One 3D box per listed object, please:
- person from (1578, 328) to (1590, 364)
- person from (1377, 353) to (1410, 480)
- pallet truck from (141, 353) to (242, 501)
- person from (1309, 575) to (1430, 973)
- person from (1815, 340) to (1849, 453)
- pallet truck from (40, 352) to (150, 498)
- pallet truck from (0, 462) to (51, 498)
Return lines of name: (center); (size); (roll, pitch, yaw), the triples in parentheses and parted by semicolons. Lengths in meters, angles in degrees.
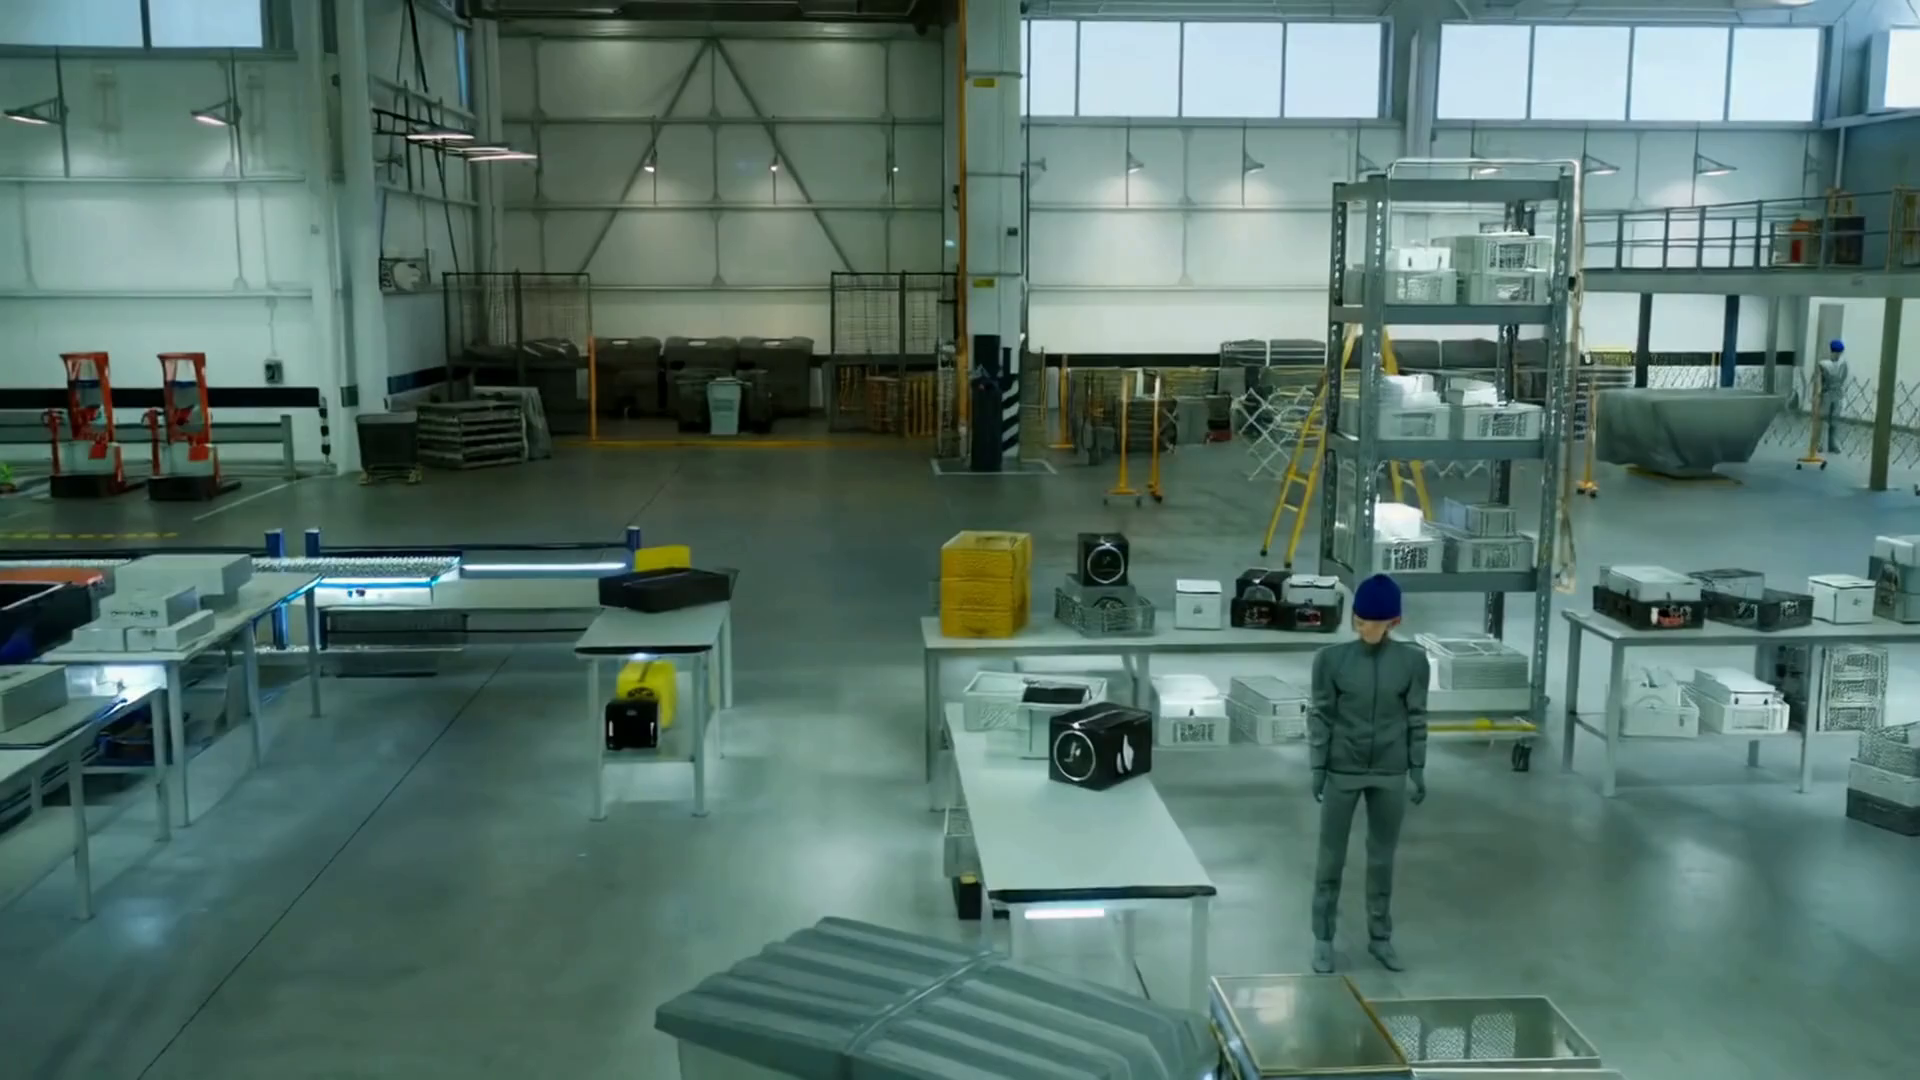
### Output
person: (12.973, -3.499, 35.037); (0.587, 1.928, 0.381); (0, 9, -2)
person: (6.410, -1.814, 24.605); (0.574, 1.883, 0.360); (0, 9, -2)
pallet truck: (-10.520, -1.604, 22.925); (0.823, 1.965, 1.885); (-1, 9, -6)
person: (1.773, 1.014, 7.222); (0.524, 1.764, 0.329); (0, 9, -2)
person: (14.892, -2.444, 28.401); (0.544, 1.933, 0.376); (0, 9, -2)
pallet truck: (-11.907, -1.642, 23.165); (0.823, 1.965, 1.885); (0, 9, 0)
pallet truck: (-13.193, -1.293, 23.148); (0.653, 1.274, 1.630); (-1, 9, -4)
